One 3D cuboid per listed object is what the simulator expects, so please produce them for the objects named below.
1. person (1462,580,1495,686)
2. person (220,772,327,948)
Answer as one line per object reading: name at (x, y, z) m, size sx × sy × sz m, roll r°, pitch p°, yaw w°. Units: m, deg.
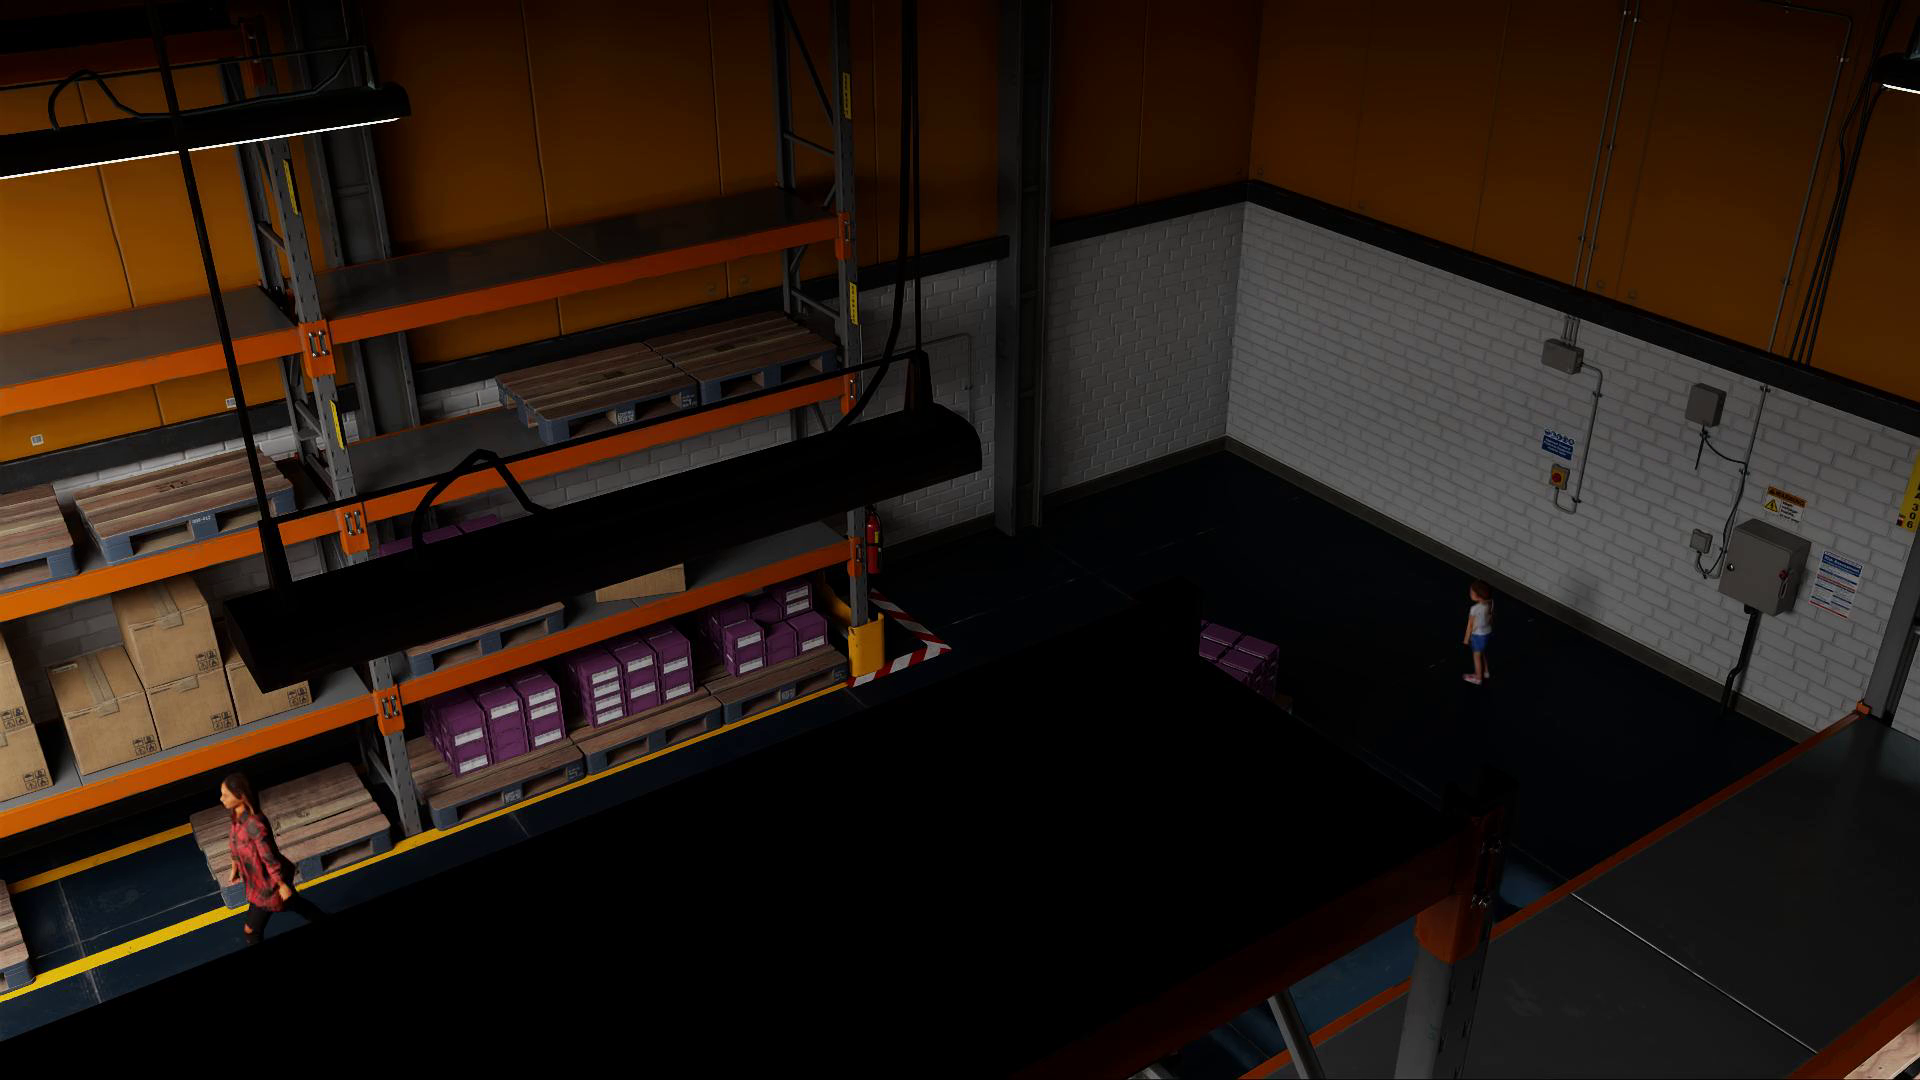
person at (4.439, 0.789, 14.132) m, size 0.415 × 1.010 × 0.519 m, roll -17°, pitch 33°, yaw -28°
person at (-4.451, 2.196, 10.882) m, size 1.102 × 1.652 × 0.657 m, roll -20°, pitch 35°, yaw -32°
